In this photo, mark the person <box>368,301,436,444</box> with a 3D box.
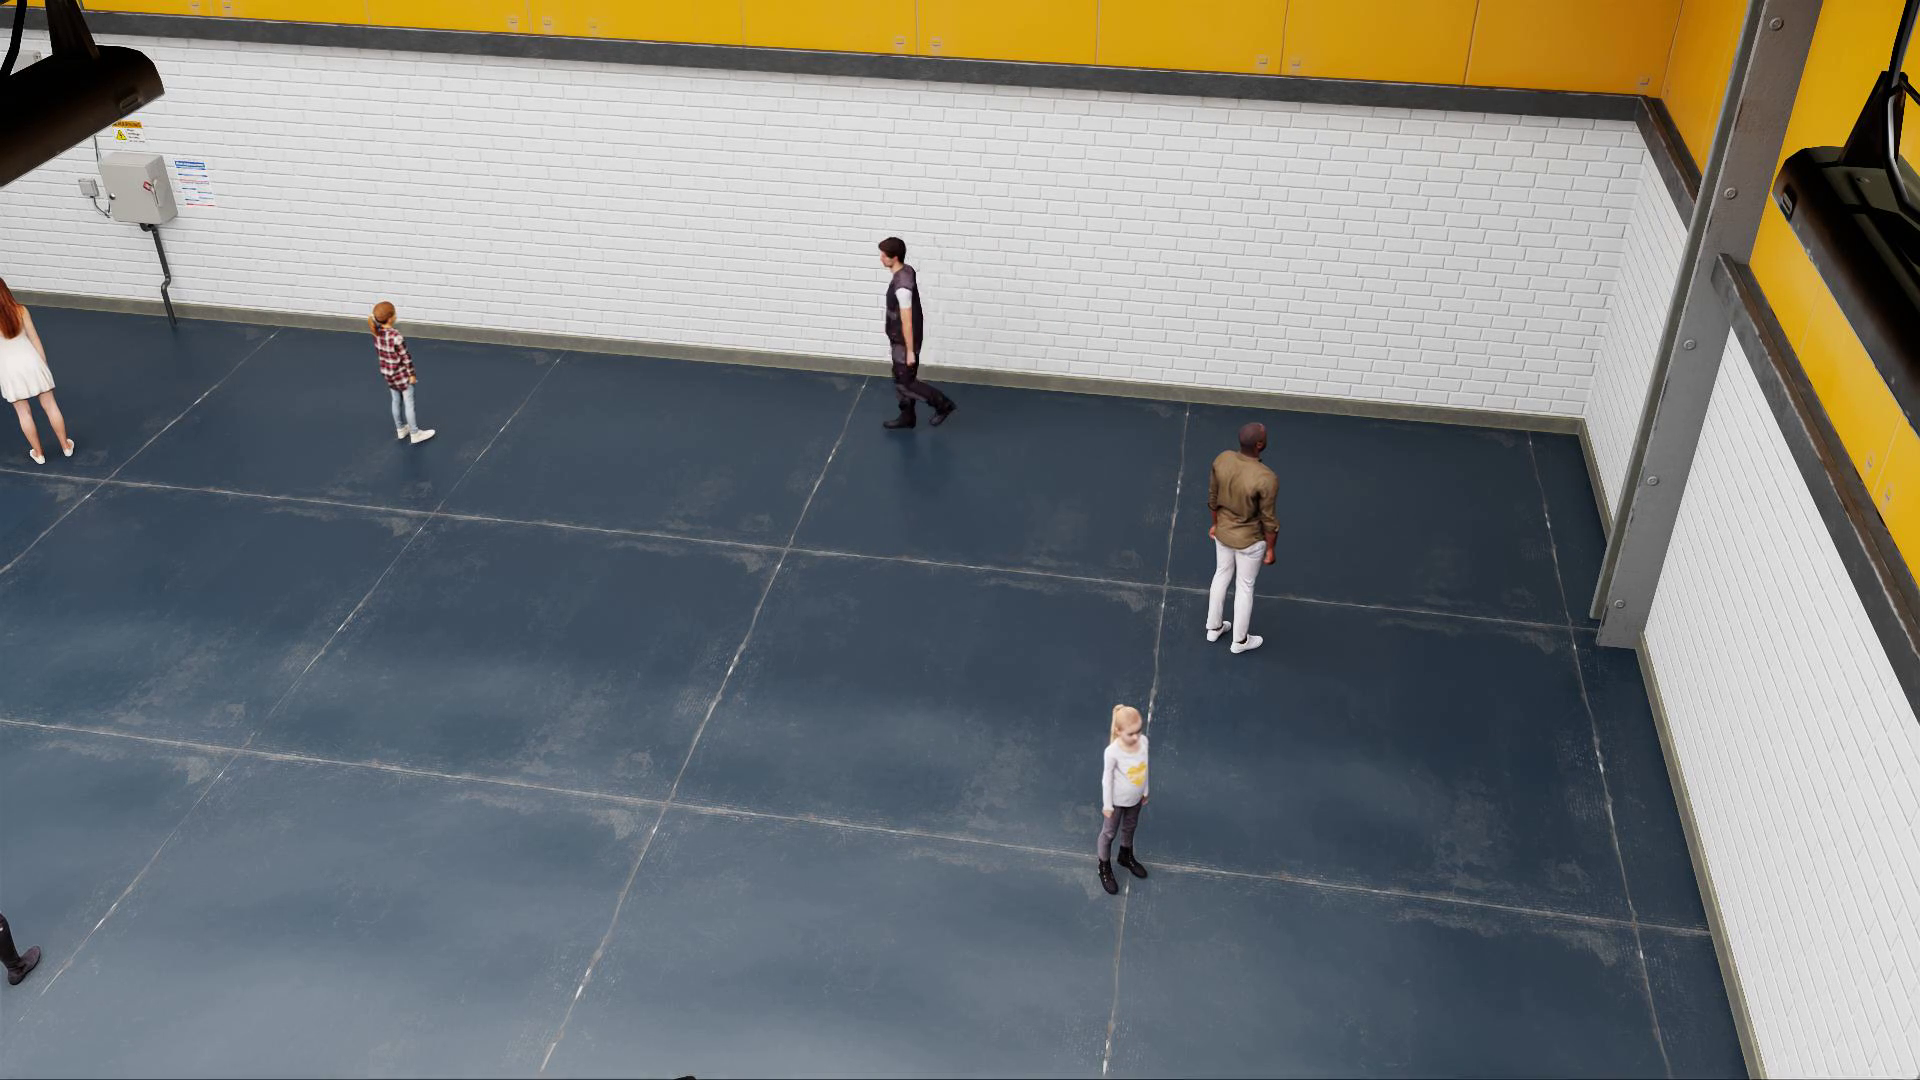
[{"bbox_3d":[-4.849,-1.454,14.329,0.607,1.305,0.631,21,39,28],"label":"person"}]

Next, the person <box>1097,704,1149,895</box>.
[{"bbox_3d":[0.970,1.510,9.892,0.582,1.279,0.641,-21,39,-28],"label":"person"}]

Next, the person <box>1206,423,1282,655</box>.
[{"bbox_3d":[1.976,-0.024,11.707,0.808,1.825,0.804,-29,43,-36],"label":"person"}]

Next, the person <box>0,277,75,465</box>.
[{"bbox_3d":[-7.877,-1.447,13.951,0.641,1.711,0.700,-21,39,-28],"label":"person"}]

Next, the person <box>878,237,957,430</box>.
[{"bbox_3d":[-0.355,-1.747,14.306,0.831,1.817,0.878,-2,34,-3],"label":"person"}]
